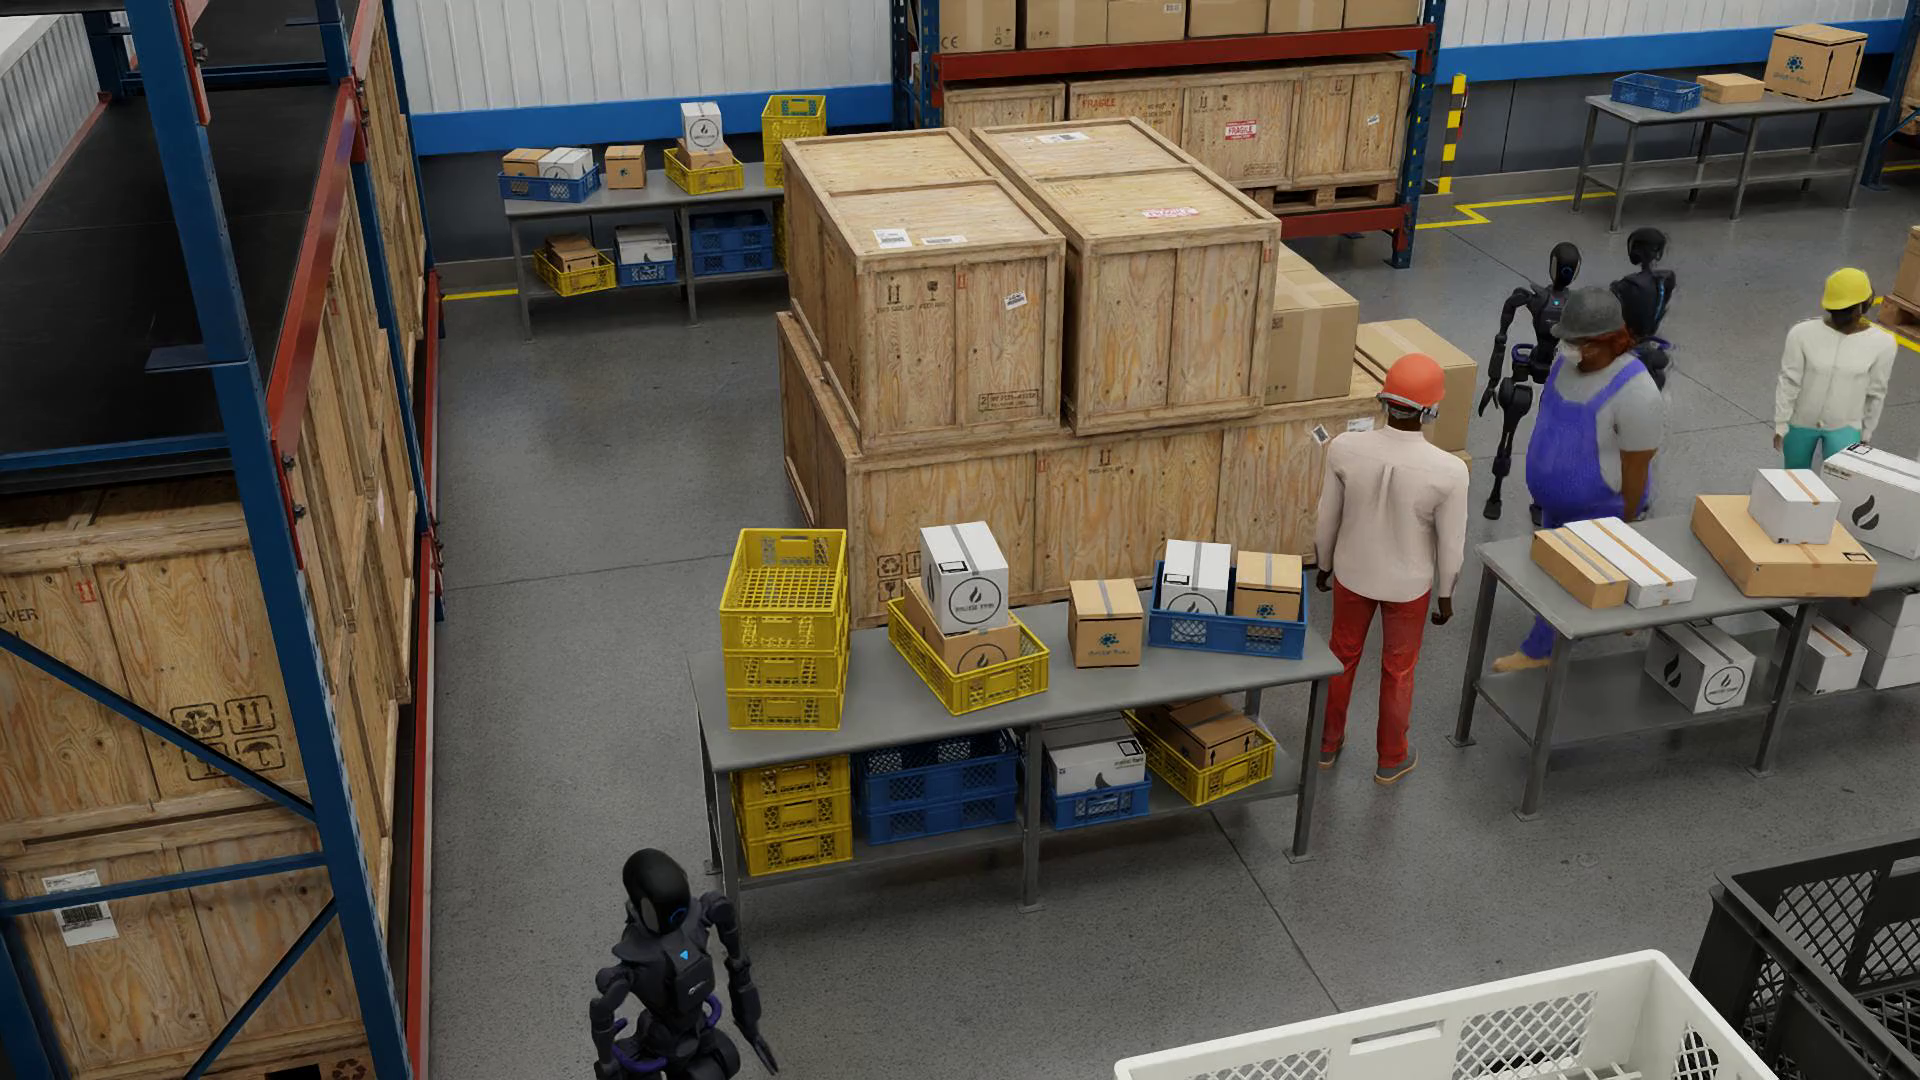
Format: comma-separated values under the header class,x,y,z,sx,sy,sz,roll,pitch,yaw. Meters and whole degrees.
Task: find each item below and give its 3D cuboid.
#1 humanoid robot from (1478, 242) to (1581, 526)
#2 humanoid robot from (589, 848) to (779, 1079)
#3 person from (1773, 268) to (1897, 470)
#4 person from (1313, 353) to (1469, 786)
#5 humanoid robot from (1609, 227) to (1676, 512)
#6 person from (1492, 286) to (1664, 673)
class,x,y,z,sx,sy,sz,roll,pitch,yaw
humanoid robot,3.199,-0.857,9.209,0.582,1.650,0.330,9,30,16
humanoid robot,-0.806,1.549,4.841,0.331,1.647,0.595,21,35,33
person,4.451,-0.555,8.613,0.515,1.727,0.801,15,32,25
person,1.808,0.145,7.065,0.621,1.993,0.379,15,32,25
humanoid robot,3.805,-0.992,9.489,0.578,1.631,0.673,-11,31,-19
person,3.053,-0.315,7.853,0.837,2.000,0.695,-6,29,-11
